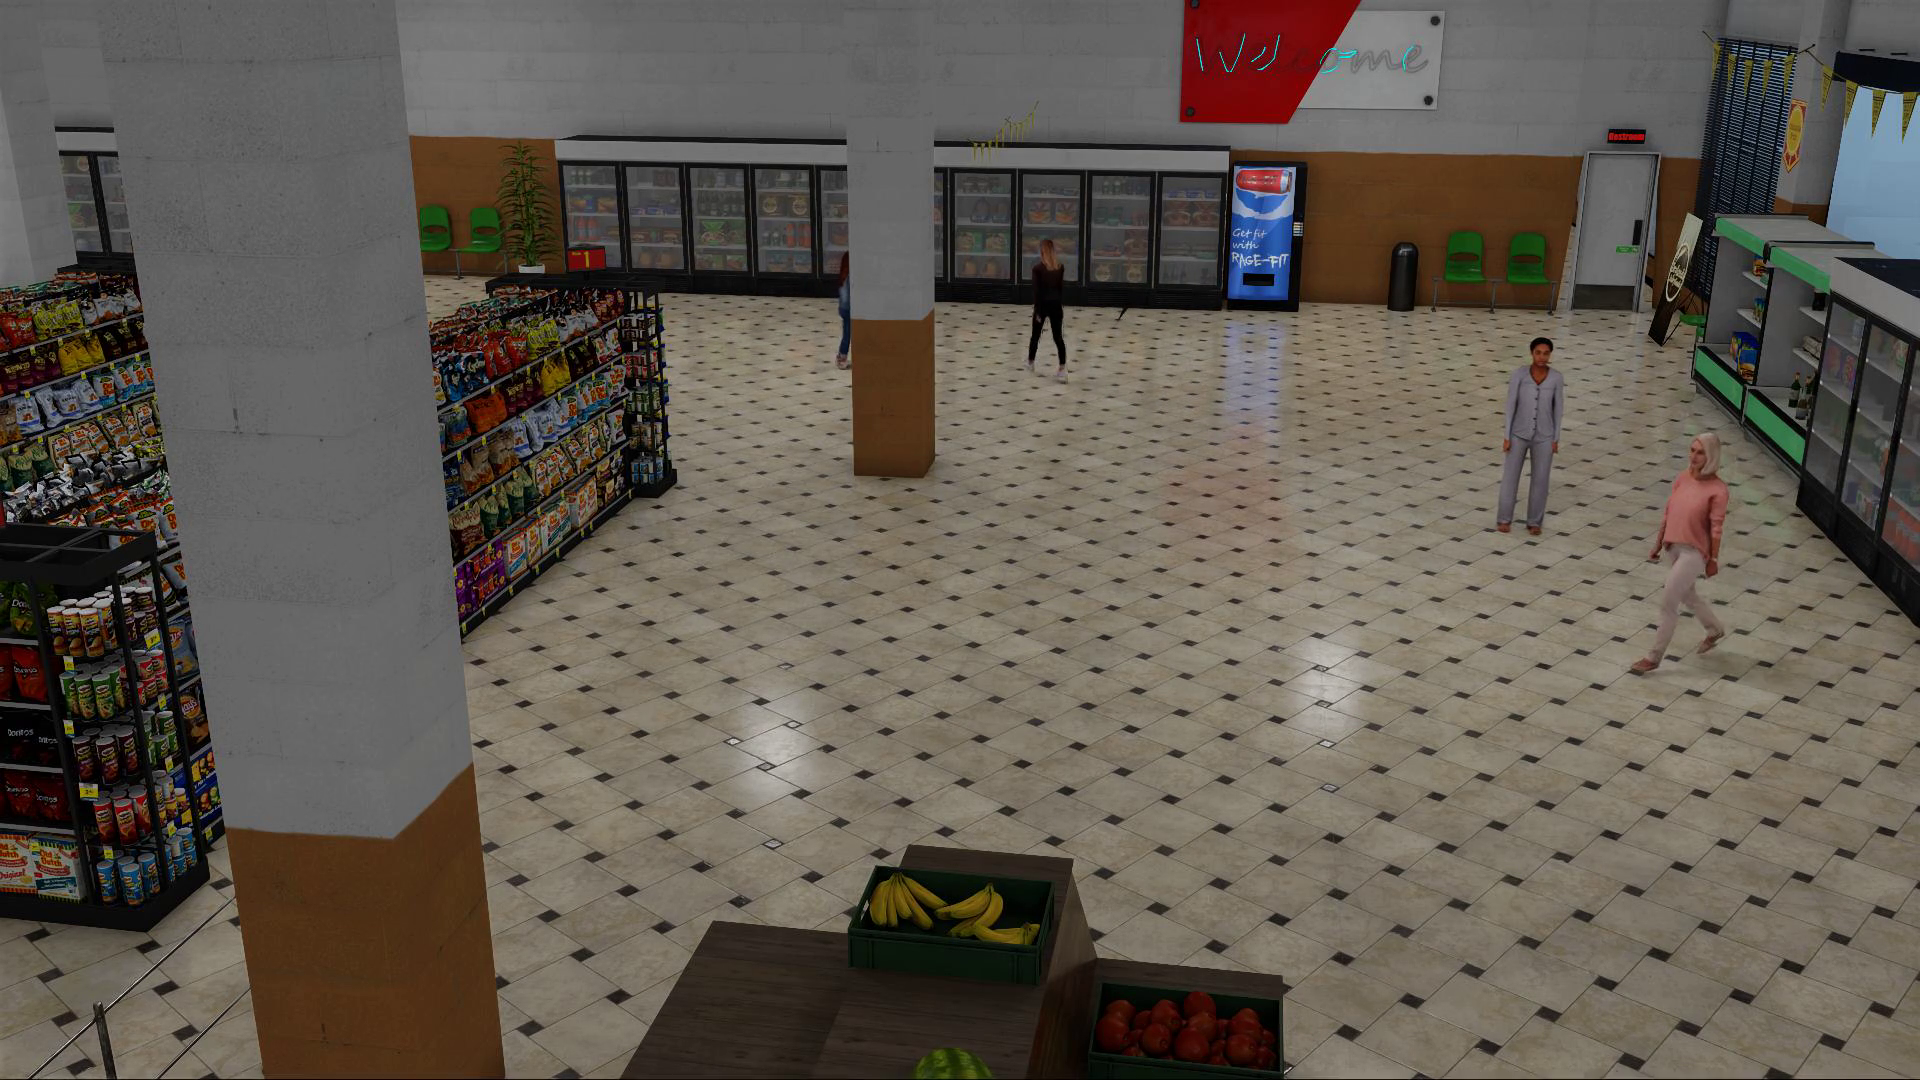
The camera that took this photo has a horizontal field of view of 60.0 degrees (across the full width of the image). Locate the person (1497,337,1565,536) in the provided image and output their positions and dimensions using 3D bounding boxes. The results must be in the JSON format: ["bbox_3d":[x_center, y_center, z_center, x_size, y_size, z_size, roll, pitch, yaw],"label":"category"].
[{"bbox_3d":[4.984,-0.923,14.520,0.640,1.733,0.555,5,19,14],"label":"person"}]

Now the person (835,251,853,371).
[{"bbox_3d":[-1.418,-2.849,20.653,0.728,1.464,0.645,-9,21,-24],"label":"person"}]

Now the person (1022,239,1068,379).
[{"bbox_3d":[1.116,-2.747,20.046,1.014,1.659,1.189,-8,20,-23],"label":"person"}]

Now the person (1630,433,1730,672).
[{"bbox_3d":[5.142,0.085,11.608,1.035,1.685,1.155,-6,20,-18],"label":"person"}]
